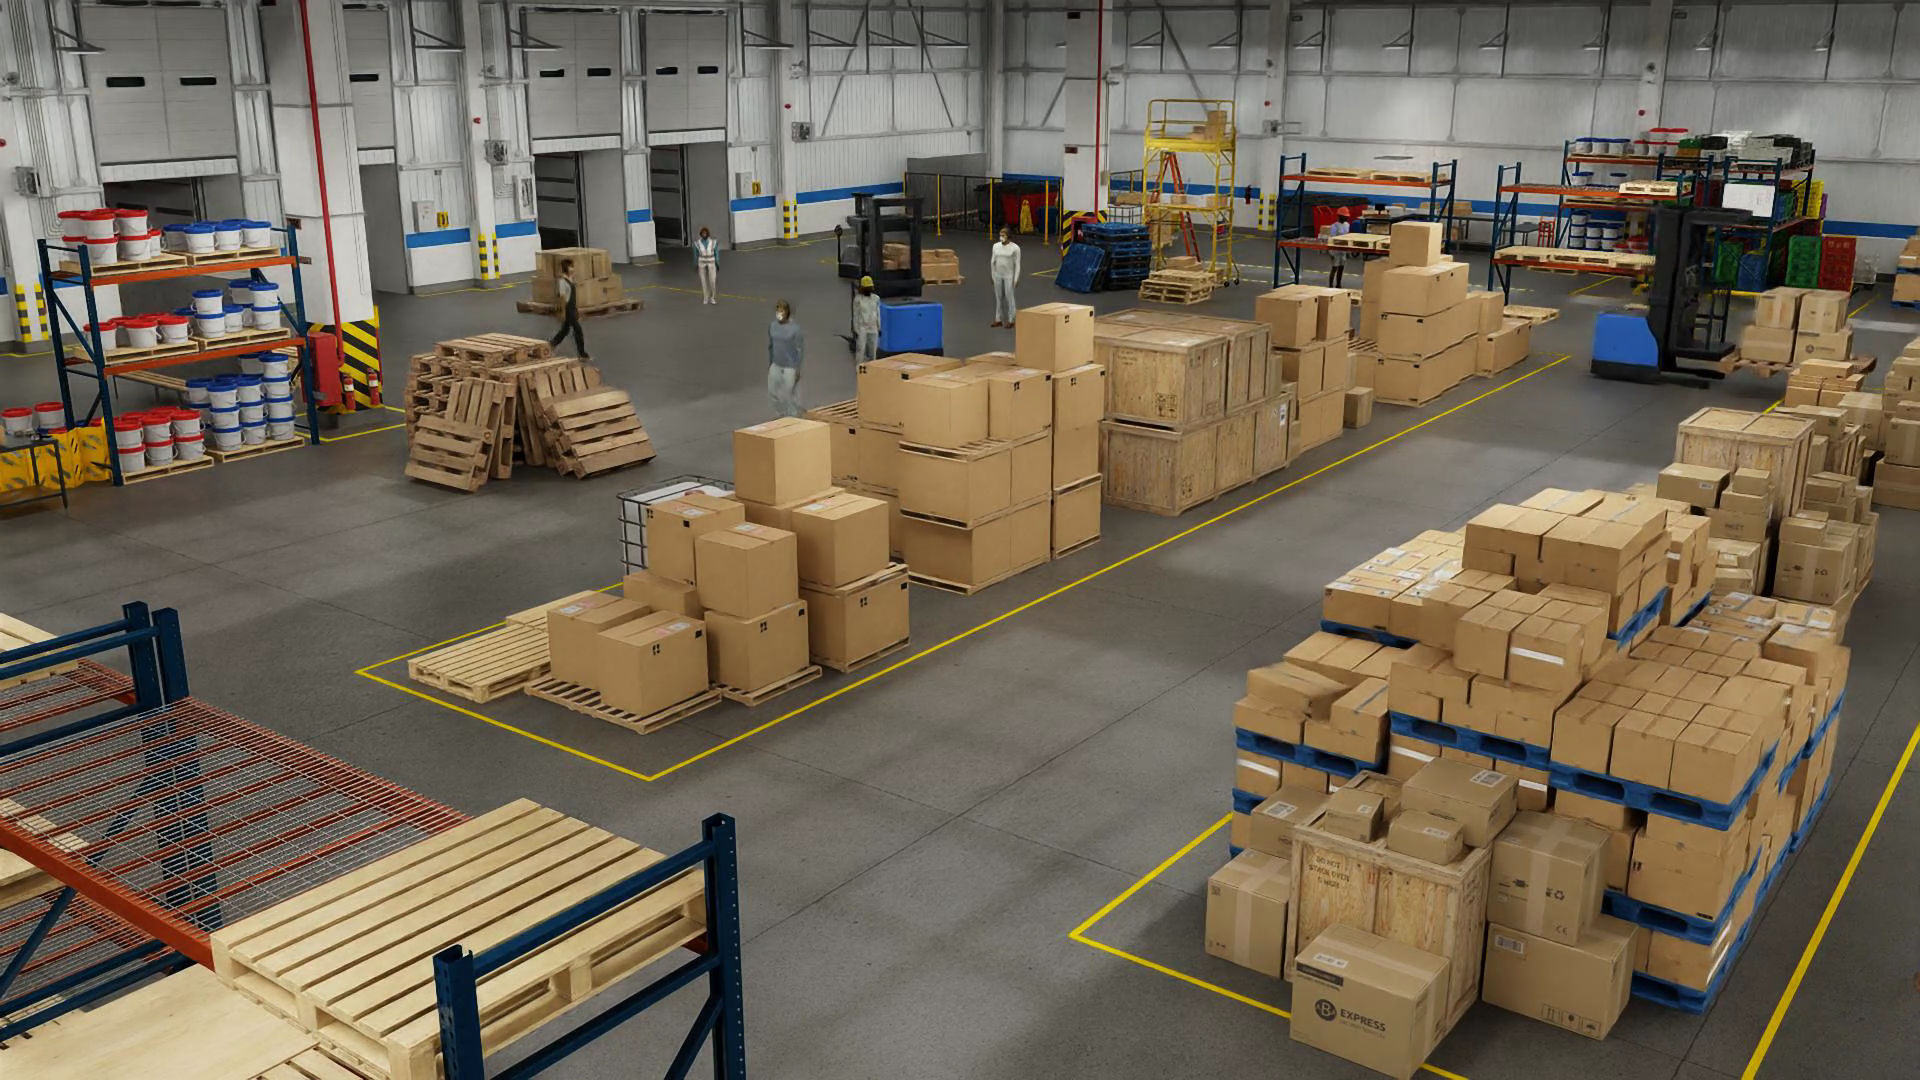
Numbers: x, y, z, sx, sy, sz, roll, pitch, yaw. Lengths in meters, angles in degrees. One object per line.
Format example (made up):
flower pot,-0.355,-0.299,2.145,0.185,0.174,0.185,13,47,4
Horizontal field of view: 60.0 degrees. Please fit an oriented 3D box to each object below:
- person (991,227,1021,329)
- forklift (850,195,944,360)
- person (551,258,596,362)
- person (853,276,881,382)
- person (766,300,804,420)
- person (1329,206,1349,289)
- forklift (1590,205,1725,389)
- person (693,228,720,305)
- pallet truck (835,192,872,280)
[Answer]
person,0.871,-5.058,32.125,0.627,1.941,0.371,10,20,30
forklift,-1.094,-4.530,28.773,1.129,2.768,1.873,-7,18,-22
person,-6.826,-3.962,28.721,0.896,1.819,0.520,-2,17,-5
person,-1.503,-3.430,27.068,0.492,1.742,0.319,-9,19,-29
person,-2.491,-2.411,23.384,0.660,1.922,0.546,11,20,33
person,8.291,-6.300,36.265,0.544,1.932,0.374,-13,21,-36
forklift,11.471,-4.000,27.020,1.873,2.768,1.129,12,21,35
person,-5.319,-5.729,34.905,0.552,1.607,0.763,-3,17,-10
pallet truck,-1.936,-7.159,38.982,1.885,1.965,0.823,-12,21,-34
